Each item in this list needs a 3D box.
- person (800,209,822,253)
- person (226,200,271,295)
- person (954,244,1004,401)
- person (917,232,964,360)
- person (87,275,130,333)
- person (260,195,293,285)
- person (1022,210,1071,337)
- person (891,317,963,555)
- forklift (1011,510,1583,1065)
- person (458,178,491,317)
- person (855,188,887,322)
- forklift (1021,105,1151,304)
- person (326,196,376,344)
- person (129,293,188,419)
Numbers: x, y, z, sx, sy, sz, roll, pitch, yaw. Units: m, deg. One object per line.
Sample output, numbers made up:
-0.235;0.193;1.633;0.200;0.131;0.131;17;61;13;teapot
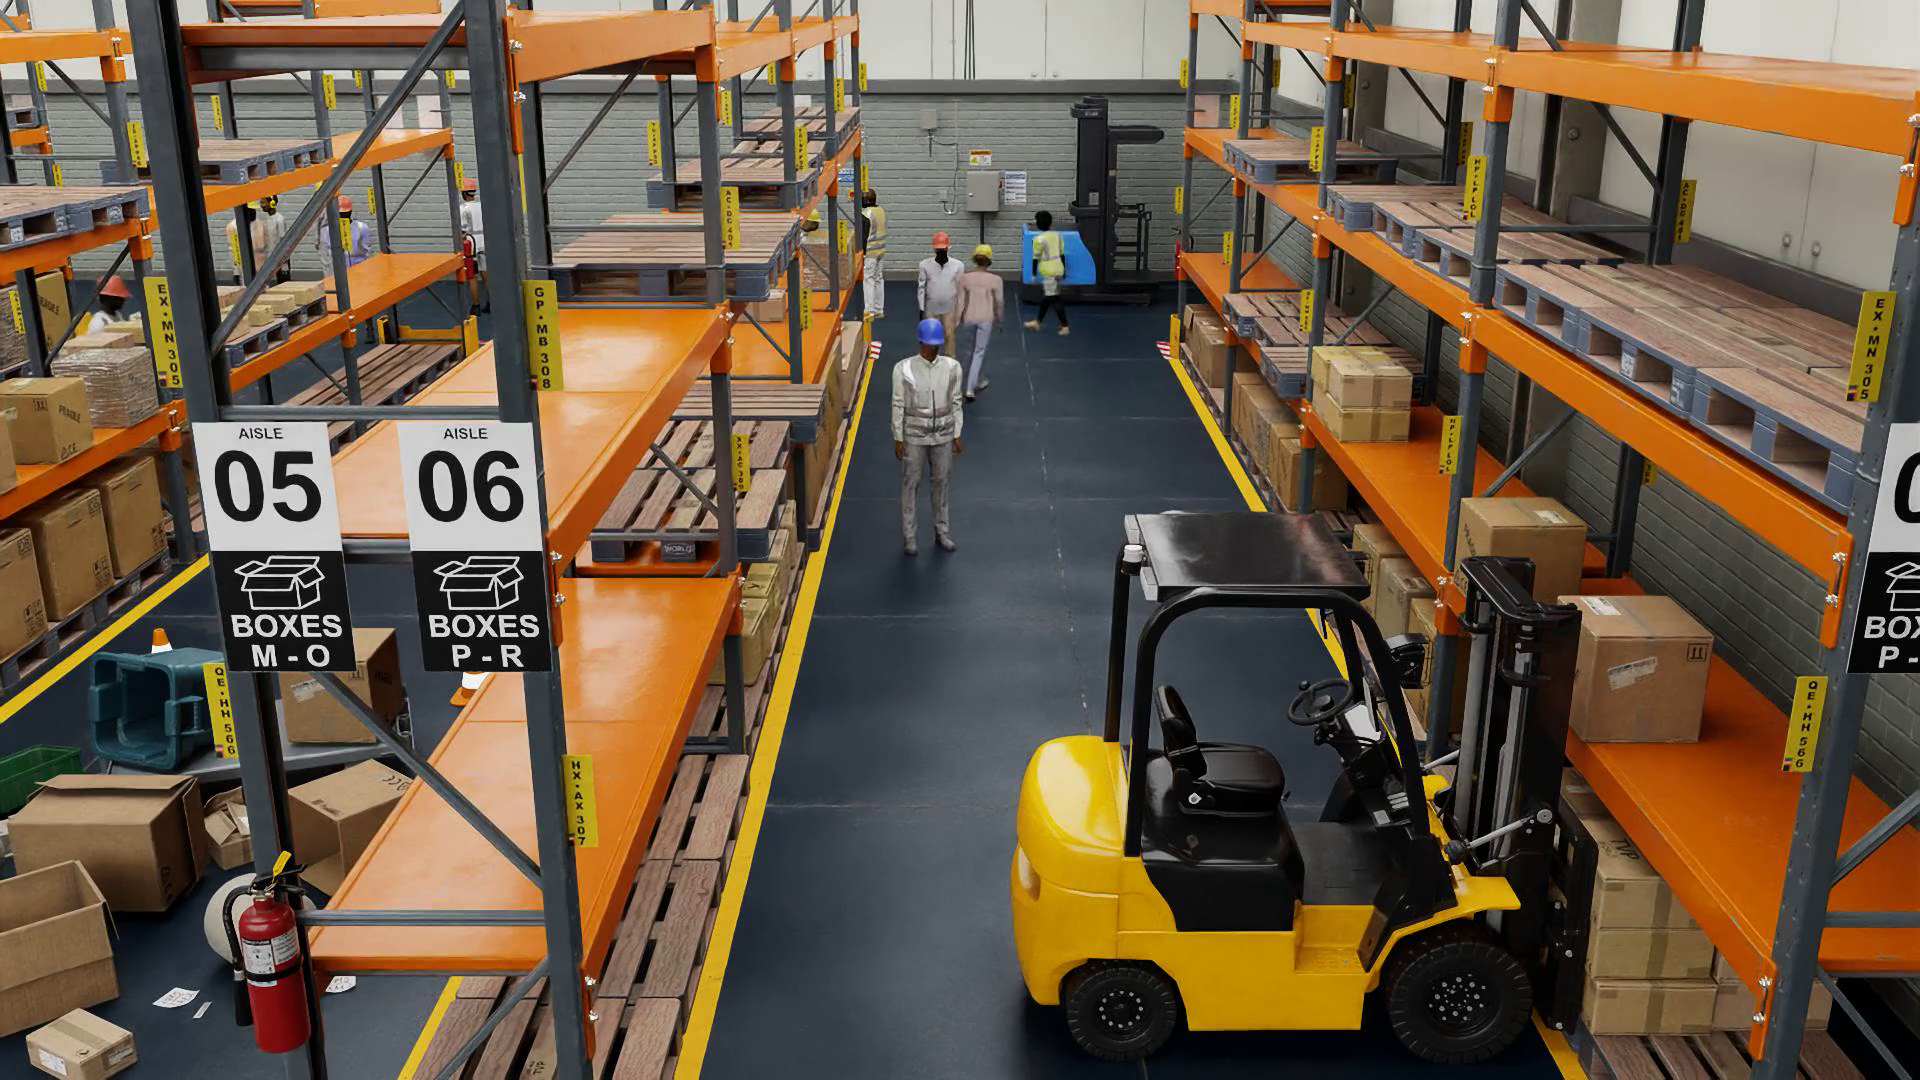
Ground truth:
-1.949;-3.469;21.788;0.324;1.730;0.490;1;18;2;person
-9.276;-3.587;21.850;0.397;1.920;0.598;12;22;31;person
0.197;-2.447;18.731;0.555;1.721;0.915;7;20;21;person
-0.222;-2.733;19.520;0.560;1.753;0.329;0;18;-1;person
-7.868;-1.517;15.573;0.399;1.935;0.556;-2;18;-7;person
-9.245;-3.802;22.598;0.327;1.861;0.507;-15;23;-37;person
1.206;-3.541;22.119;0.818;1.654;0.537;15;23;37;person
-0.261;-0.848;13.519;0.604;1.948;0.386;-6;19;-18;person
1.387;1.055;7.378;2.313;2.155;1.214;0;18;0;forklift
-6.870;-4.131;23.484;0.388;1.930;0.540;11;21;29;person
-1.254;-3.965;23.129;0.429;1.835;0.625;8;20;23;person
1.857;-4.944;24.441;1.873;2.768;1.129;0;18;0;forklift
-7.873;-3.485;21.530;0.539;1.930;0.383;-4;19;-13;person
-8.089;-1.754;16.800;0.538;1.585;0.851;-1;18;-2;person
